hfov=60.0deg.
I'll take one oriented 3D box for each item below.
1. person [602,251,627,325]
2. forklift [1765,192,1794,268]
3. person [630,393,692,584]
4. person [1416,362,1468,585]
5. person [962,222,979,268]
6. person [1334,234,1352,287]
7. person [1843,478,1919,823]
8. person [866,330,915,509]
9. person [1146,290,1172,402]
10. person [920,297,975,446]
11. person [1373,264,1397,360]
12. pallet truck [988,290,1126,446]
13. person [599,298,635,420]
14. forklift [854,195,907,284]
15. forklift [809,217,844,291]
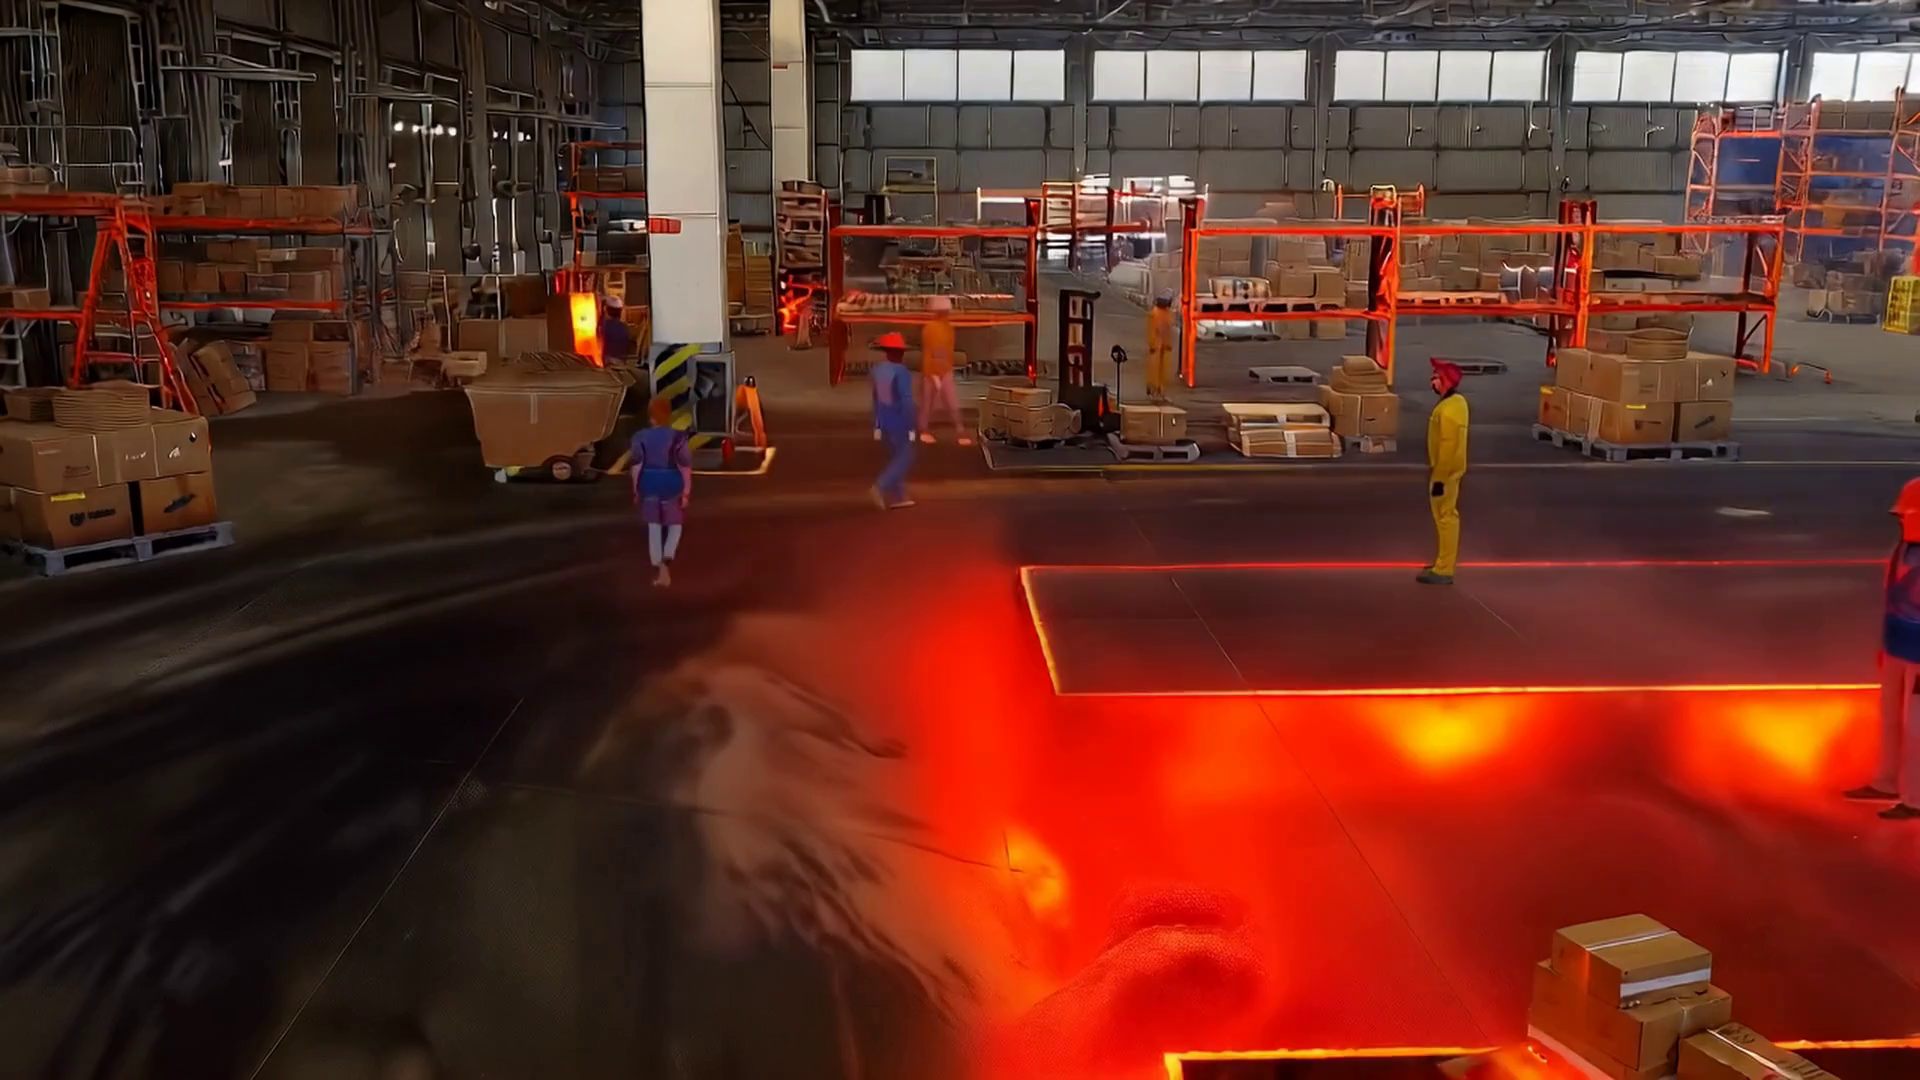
[{"bbox_3d":[-7.677,-5.504,36.983,0.593,1.833,1.005,-8,15,-32],"label":"person"},{"bbox_3d":[29.531,-11.215,60.357,1.873,2.768,1.129,0,12,-2],"label":"forklift"},{"bbox_3d":[-2.587,-0.408,14.312,0.540,1.676,0.560,0,12,1],"label":"person"},{"bbox_3d":[4.212,-0.577,14.472,0.374,1.941,0.627,5,14,23],"label":"person"},{"bbox_3d":[0.323,-9.607,55.352,0.655,1.883,1.004,5,14,23],"label":"person"},{"bbox_3d":[11.945,-8.869,52.033,0.579,1.887,0.859,0,12,1],"label":"person"},{"bbox_3d":[5.252,0.603,9.191,0.379,1.920,0.594,0,12,0],"label":"person"},{"bbox_3d":[-0.732,-1.250,17.561,0.616,1.914,0.600,-10,16,-38],"label":"person"},{"bbox_3d":[3.154,-3.045,26.061,0.325,1.740,0.492,12,17,43],"label":"person"},{"bbox_3d":[-0.203,-2.175,21.658,0.613,1.941,1.008,-10,16,-37],"label":"person"},{"bbox_3d":[8.076,-4.326,31.609,0.505,1.846,0.346,-5,13,-22],"label":"person"},{"bbox_3d":[1.257,-2.299,22.111,1.885,1.965,0.823,-9,15,-35],"label":"pallet truck"},{"bbox_3d":[-5.001,-2.629,24.145,0.522,1.761,0.321,8,15,33],"label":"person"},{"bbox_3d":[-2.728,-9.625,53.179,1.873,2.768,1.129,-7,14,-28],"label":"forklift"},{"bbox_3d":[-4.375,-8.619,48.637,1.873,2.768,1.129,0,12,-2],"label":"forklift"}]
